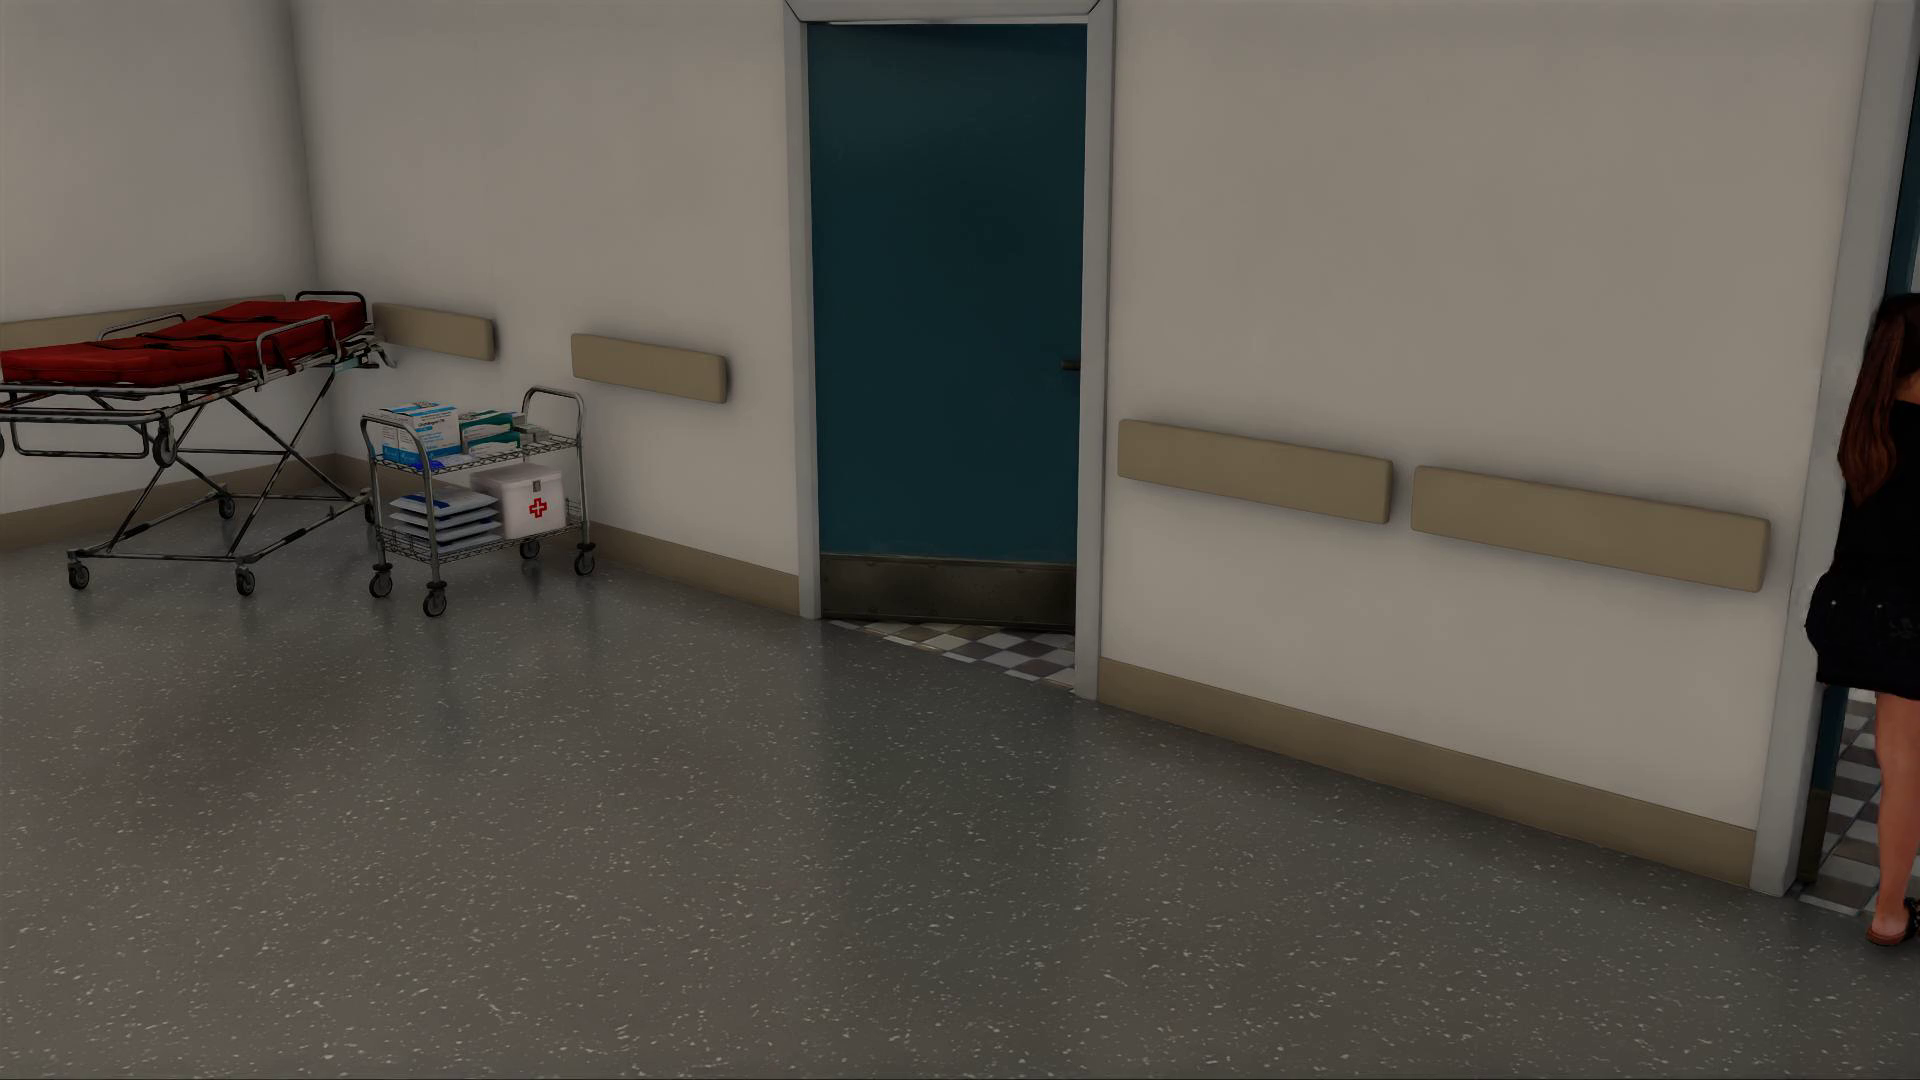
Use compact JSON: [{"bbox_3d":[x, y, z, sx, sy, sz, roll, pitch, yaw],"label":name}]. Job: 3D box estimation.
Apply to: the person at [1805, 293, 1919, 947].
[{"bbox_3d":[2.209,0.179,4.114,0.886,1.523,0.691,-13,21,-39],"label":"person"}]
